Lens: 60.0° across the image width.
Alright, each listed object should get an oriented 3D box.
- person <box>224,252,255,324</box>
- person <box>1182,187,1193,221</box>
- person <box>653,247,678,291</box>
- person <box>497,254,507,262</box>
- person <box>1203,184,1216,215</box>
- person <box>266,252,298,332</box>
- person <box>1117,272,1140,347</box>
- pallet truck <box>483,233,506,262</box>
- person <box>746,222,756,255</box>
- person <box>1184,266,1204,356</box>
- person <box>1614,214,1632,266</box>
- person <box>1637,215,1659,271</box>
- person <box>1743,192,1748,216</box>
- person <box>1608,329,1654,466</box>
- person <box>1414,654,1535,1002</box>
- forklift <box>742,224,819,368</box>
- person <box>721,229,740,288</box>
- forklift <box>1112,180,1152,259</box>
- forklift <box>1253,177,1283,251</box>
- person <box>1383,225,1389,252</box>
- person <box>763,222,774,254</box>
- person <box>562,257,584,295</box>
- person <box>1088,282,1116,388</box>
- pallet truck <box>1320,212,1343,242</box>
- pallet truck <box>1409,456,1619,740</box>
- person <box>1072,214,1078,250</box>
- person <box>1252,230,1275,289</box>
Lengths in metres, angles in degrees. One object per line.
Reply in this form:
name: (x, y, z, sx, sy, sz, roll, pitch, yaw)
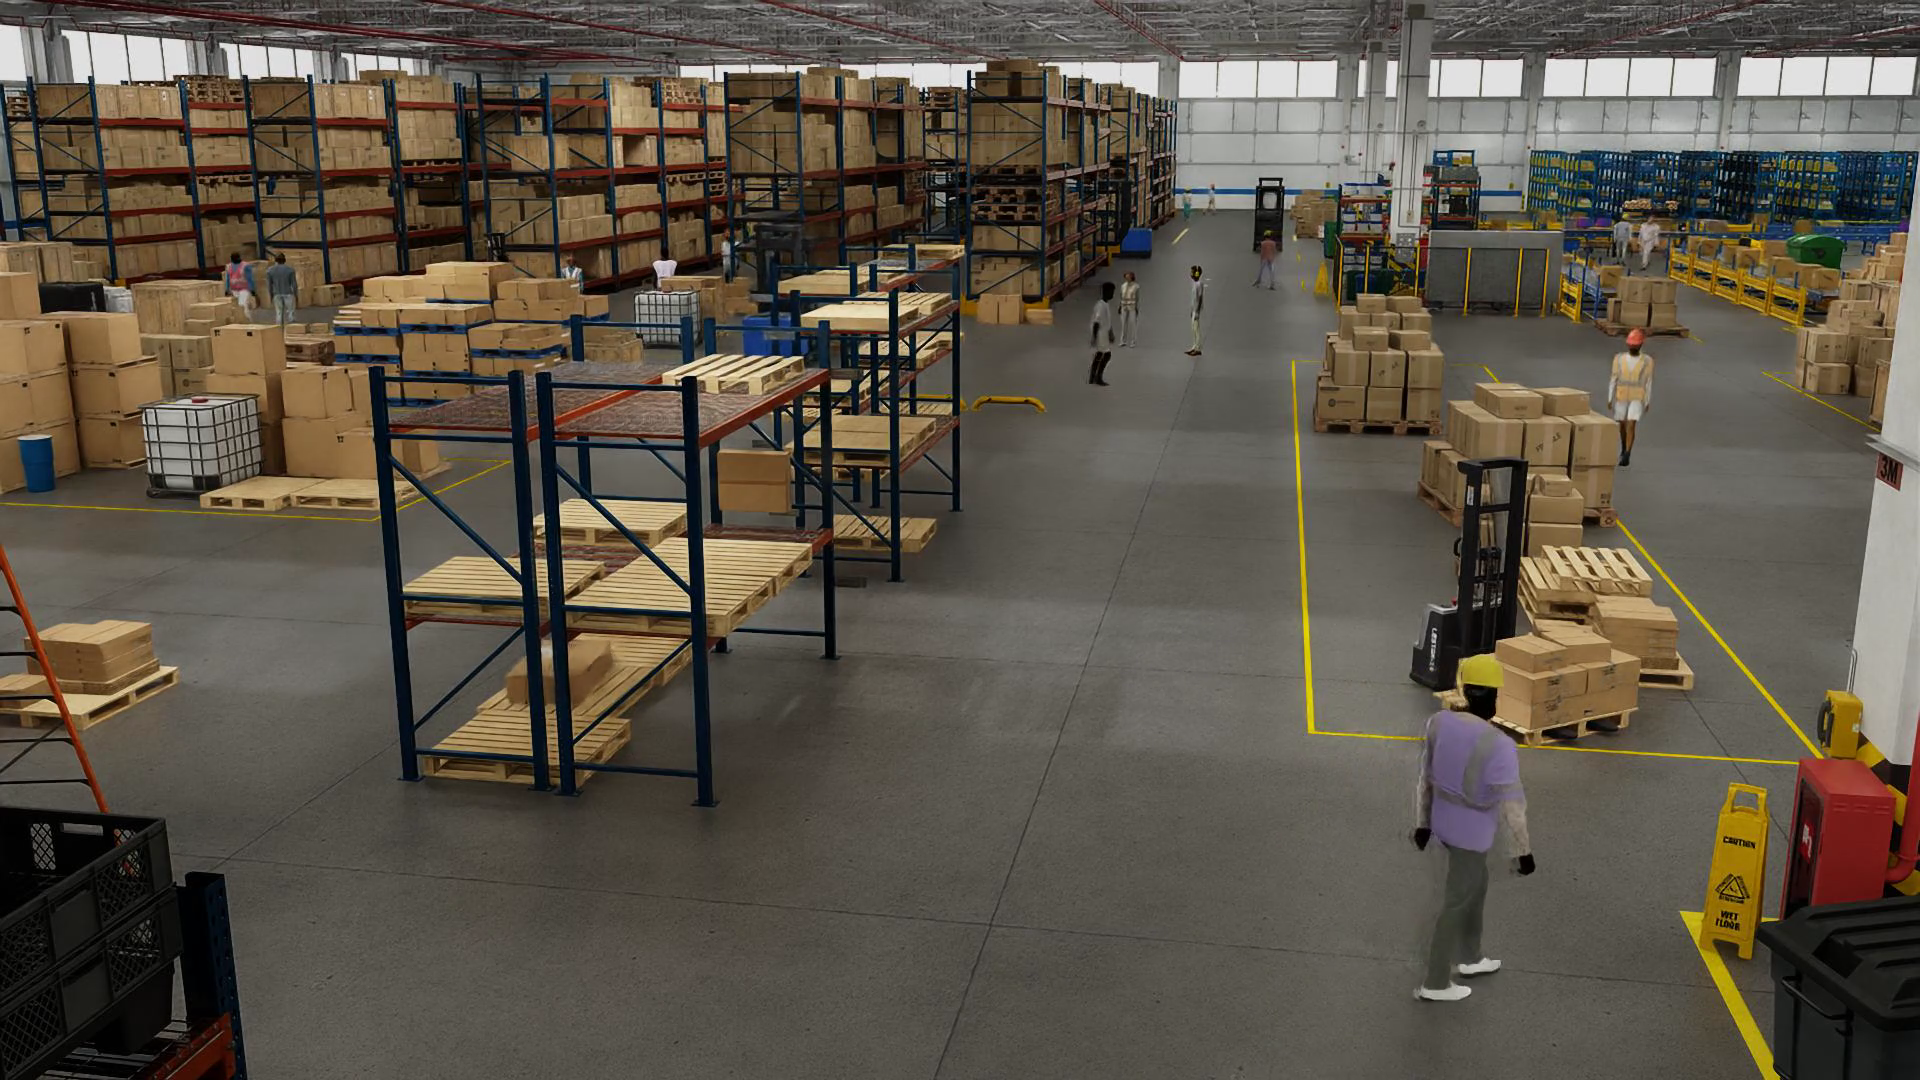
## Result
person: (-17.204, -5.946, 39.585, 0.651, 1.791, 0.955, 3, 14, 12)
person: (11.839, -17.473, 86.523, 0.545, 1.711, 0.898, 2, 14, 7)
person: (-7.009, -6.005, 39.609, 0.606, 1.906, 0.405, -2, 14, -7)
person: (-11.070, -6.094, 40.392, 0.363, 1.682, 0.551, -7, 15, -25)
person: (13.892, -18.875, 92.218, 0.722, 1.728, 0.569, 9, 16, 33)
person: (-15.276, -5.519, 37.553, 0.635, 1.936, 0.350, -3, 14, -11)
person: (3.665, -4.998, 36.074, 0.524, 1.630, 0.327, 10, 17, 35)
pallet truck: (-11.832, -7.026, 43.548, 1.885, 1.965, 0.823, 8, 16, 28)
person: (-7.627, -10.993, 60.352, 0.888, 1.647, 0.548, 3, 14, 14)
person: (4.906, -4.780, 34.693, 0.329, 1.872, 0.507, -1, 14, -4)
person: (23.100, -10.477, 58.011, 0.628, 1.788, 0.821, 10, 17, 36)
person: (23.063, -9.967, 55.744, 0.624, 1.873, 0.669, -10, 17, -36)
person: (37.704, -15.861, 79.756, 0.600, 1.830, 0.404, -6, 15, -23)
person: (9.431, -2.023, 23.397, 0.568, 1.912, 0.671, 9, 16, 32)
person: (2.799, 1.550, 8.941, 0.768, 1.887, 0.624, -5, 15, -19)
forklift: (-3.547, -4.799, 32.688, 1.129, 2.768, 1.873, 3, 14, 10)
person: (-6.468, -7.841, 47.053, 0.548, 1.918, 0.768, 4, 14, 16)
forklift: (6.082, -11.722, 60.796, 1.873, 2.768, 1.129, 2, 14, 9)
forklift: (12.083, -12.747, 64.956, 1.129, 2.768, 1.873, 3, 14, 10)
person: (14.410, -9.881, 55.909, 0.287, 1.625, 0.497, -9, 17, -34)
person: (-7.223, -11.651, 63.096, 0.494, 1.624, 0.279, -2, 14, -7)
person: (-9.364, -6.026, 40.243, 0.522, 1.631, 0.321, 0, 14, 1)
person: (2.603, -3.741, 30.353, 0.584, 1.930, 0.616, 3, 14, 11)
pallet truck: (15.874, -13.227, 70.310, 0.680, 1.201, 1.601, 10, 17, 35)
pallet truck: (4.504, 0.400, 13.395, 0.823, 1.965, 1.885, -6, 15, -23)
person: (4.035, -10.673, 58.299, 0.470, 2.025, 0.616, 3, 14, 14)
person: (9.093, -8.334, 49.433, 0.545, 1.714, 0.920, -6, 15, -23)
